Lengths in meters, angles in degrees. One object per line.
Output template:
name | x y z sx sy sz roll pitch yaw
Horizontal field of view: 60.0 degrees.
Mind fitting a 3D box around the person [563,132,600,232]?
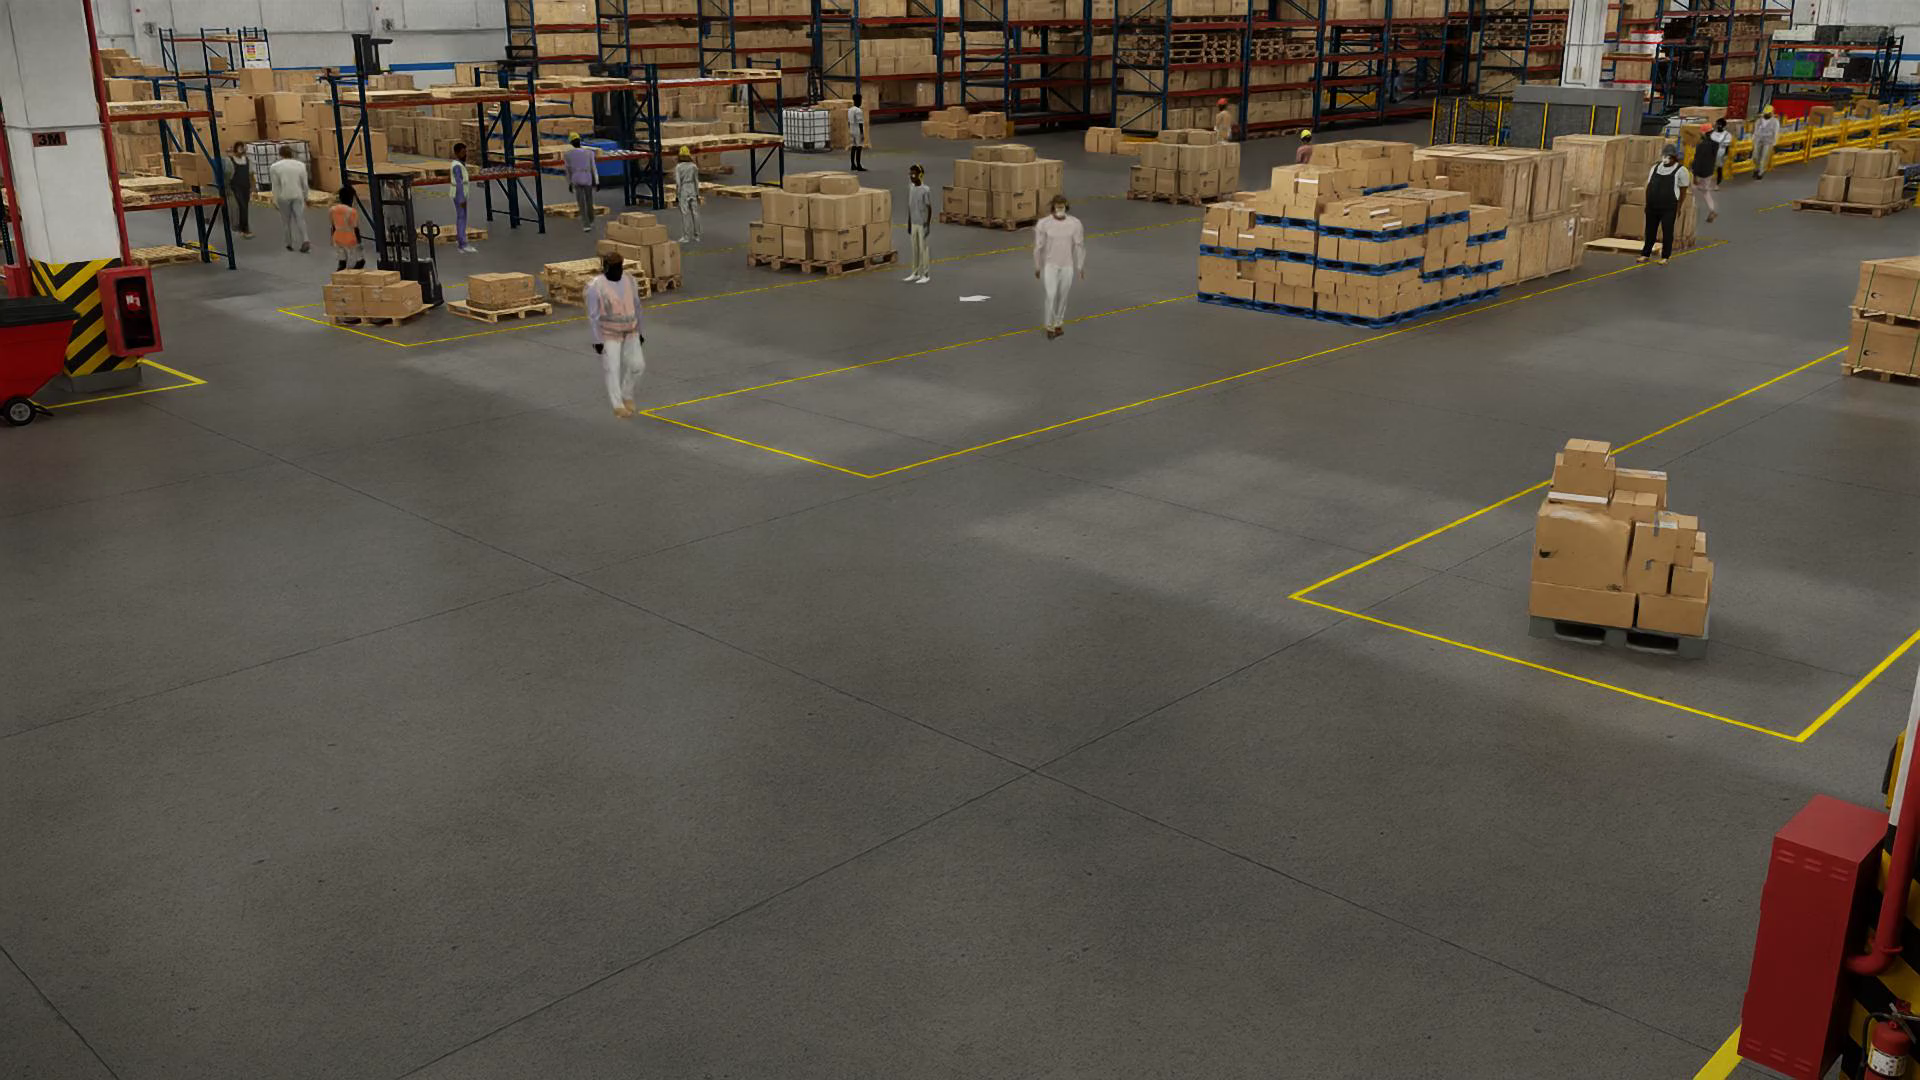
person | -7.354 -6.975 32.393 0.661 1.857 0.949 -5 19 -14

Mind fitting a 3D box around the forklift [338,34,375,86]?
forklift | -23.295 -18.352 65.074 1.129 2.768 1.873 17 25 41

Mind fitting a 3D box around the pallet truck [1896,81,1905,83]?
pallet truck | 34.802 -16.331 61.455 0.653 1.274 1.630 17 25 41

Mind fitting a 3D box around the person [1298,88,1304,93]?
person | 14.845 -20.084 72.275 0.757 1.611 0.515 -13 23 -35

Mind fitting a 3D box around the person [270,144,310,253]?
person | -11.899 -6.075 29.634 0.633 1.914 0.918 -12 22 -31

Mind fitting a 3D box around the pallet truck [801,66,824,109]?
pallet truck | -4.812 -15.182 56.903 0.823 1.965 1.885 -9 21 -26

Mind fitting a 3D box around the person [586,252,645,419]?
person | -3.727 -2.230 18.141 0.657 1.829 0.452 -15 24 -38

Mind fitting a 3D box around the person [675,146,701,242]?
person | -5.081 -6.425 30.915 0.492 1.742 0.318 -15 24 -39

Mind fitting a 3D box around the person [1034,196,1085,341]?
person | 1.353 -3.627 22.235 0.644 1.901 0.877 -4 19 -11

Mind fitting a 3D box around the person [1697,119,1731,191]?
person | 17.461 -8.888 38.456 0.850 1.652 0.551 -17 25 -42

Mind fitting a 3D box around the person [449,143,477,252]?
person | -8.909 -6.106 29.689 0.394 1.915 0.587 -5 19 -15

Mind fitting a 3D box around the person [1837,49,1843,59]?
person | 41.294 -22.272 78.308 0.434 1.977 0.601 15 23 37

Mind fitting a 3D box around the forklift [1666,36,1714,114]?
forklift | 27.341 -17.291 61.877 1.129 2.768 1.873 17 25 41

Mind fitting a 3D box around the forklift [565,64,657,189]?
forklift | -8.339 -9.816 39.356 1.129 2.768 1.873 17 25 41

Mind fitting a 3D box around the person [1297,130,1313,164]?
person | 7.109 -7.549 34.282 0.524 1.760 0.328 -10 21 -27

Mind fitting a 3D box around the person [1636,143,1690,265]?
person | 11.950 -5.709 28.295 0.537 2.000 0.675 -16 24 -39

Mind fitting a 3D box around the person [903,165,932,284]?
person | -0.664 -5.035 26.531 0.334 1.873 0.517 -15 24 -39

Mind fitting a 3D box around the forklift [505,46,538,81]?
forklift | -13.633 -14.047 52.103 1.129 2.768 1.873 0 18 0

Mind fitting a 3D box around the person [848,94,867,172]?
person | -2.639 -10.454 42.705 0.361 1.964 0.616 -12 22 -31

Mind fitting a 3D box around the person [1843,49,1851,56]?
person | 44.324 -23.820 83.245 0.944 1.801 0.639 6 19 18

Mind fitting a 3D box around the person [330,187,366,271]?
person | -9.309 -4.521 25.283 0.620 1.661 0.488 8 20 23

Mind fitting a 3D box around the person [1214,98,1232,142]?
person | 6.671 -10.229 42.140 0.949 1.901 0.553 16 24 40

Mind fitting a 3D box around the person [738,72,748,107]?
person | -7.334 -14.924 56.336 0.326 1.872 0.526 8 20 24

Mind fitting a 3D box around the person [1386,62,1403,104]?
person | 16.404 -17.076 62.813 0.641 1.886 1.061 -11 21 -30

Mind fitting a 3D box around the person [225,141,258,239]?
person | -13.453 -6.568 31.259 0.862 1.803 0.499 12 22 33

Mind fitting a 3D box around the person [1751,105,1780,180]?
person | 19.757 -9.763 40.855 0.595 1.817 0.420 16 24 39

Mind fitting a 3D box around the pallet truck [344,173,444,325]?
pallet truck | -8.209 -4.181 23.757 0.823 1.965 1.885 3 19 9

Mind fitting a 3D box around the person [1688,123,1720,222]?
person | 14.952 -7.380 33.434 0.626 1.970 0.790 -7 19 -19

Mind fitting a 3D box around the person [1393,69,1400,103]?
person | 16.128 -16.589 61.635 0.409 1.677 0.586 3 19 8
